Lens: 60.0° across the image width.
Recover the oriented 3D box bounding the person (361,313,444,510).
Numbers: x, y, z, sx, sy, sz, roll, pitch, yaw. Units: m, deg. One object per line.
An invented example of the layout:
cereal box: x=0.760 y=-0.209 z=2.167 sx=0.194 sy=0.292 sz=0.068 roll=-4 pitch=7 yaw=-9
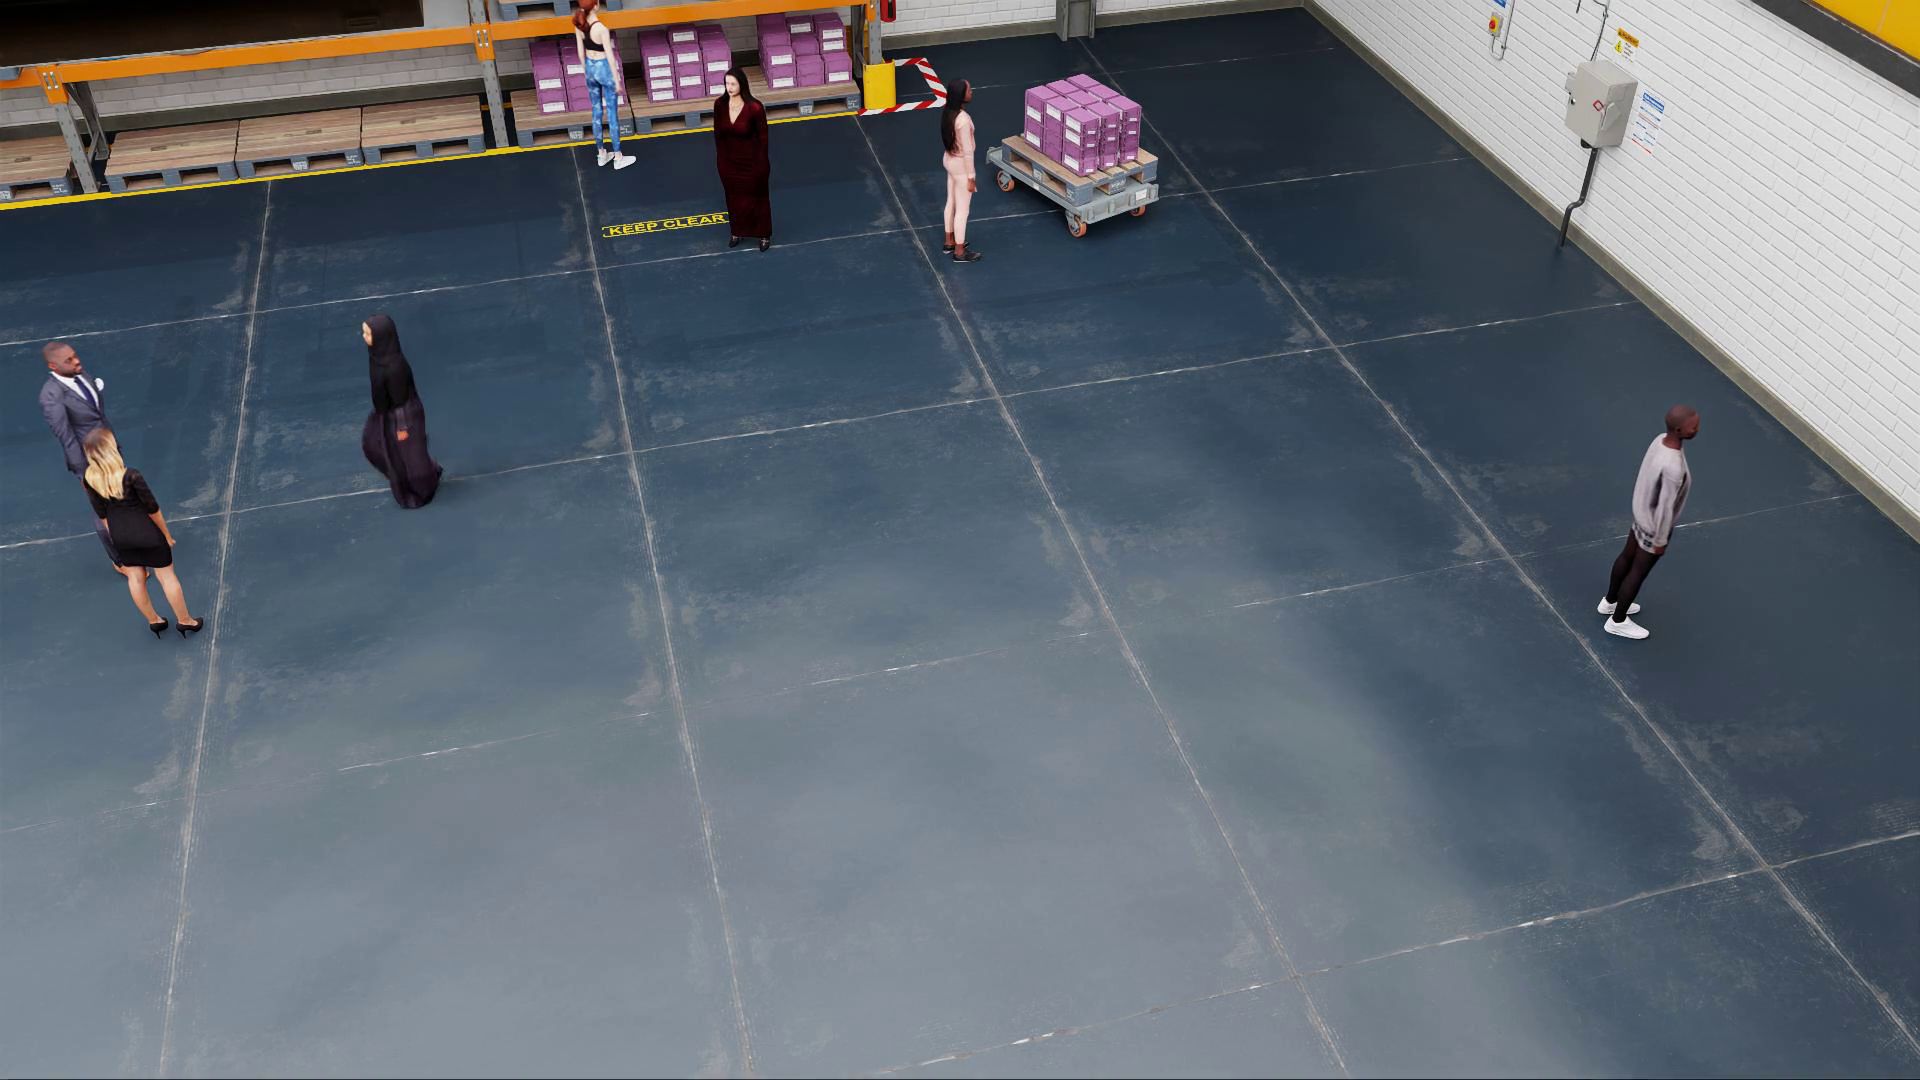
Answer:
person: x=-4.024 y=-0.965 z=12.112 sx=0.832 sy=1.609 sz=0.743 roll=-22 pitch=44 yaw=-25

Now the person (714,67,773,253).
person: x=-1.965 y=-3.455 z=15.113 sx=0.732 sy=1.756 sz=0.831 roll=10 pitch=40 yaw=12

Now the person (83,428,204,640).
person: x=-5.385 y=-0.027 z=10.884 sx=0.500 sy=1.677 sz=0.658 roll=2 pitch=39 yaw=3

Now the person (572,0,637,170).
person: x=-3.552 y=-4.553 z=16.465 sx=0.685 sy=1.784 sz=0.750 roll=17 pitch=42 yaw=21

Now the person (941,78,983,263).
person: x=-0.011 y=-3.336 z=14.991 sx=0.569 sy=1.721 sz=0.642 roll=-14 pitch=41 yaw=-17

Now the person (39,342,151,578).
person: x=-5.958 y=-0.580 z=11.459 sx=0.707 sy=1.824 sz=0.756 roll=1 pitch=39 yaw=1

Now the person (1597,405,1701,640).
person: x=4.543 y=-0.140 z=10.949 sx=0.659 sy=1.772 sz=0.688 roll=4 pitch=39 yaw=5
